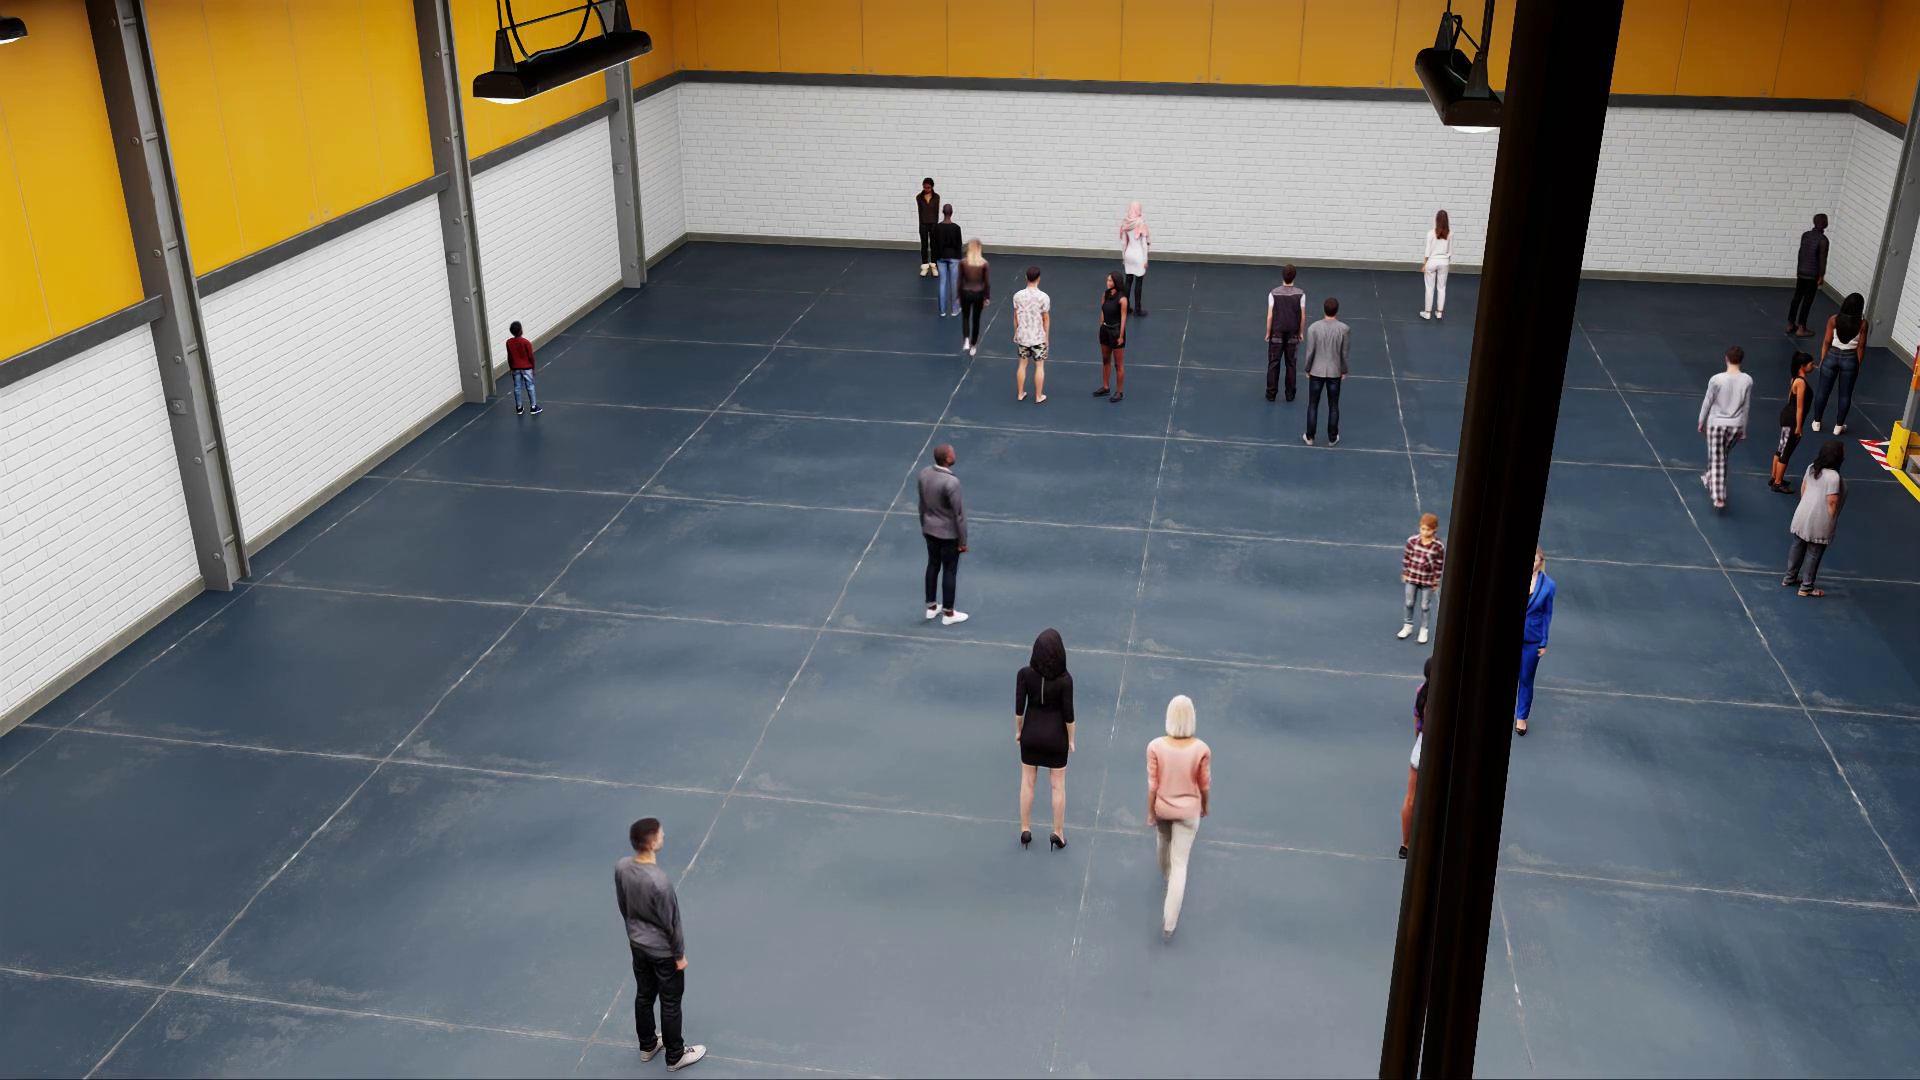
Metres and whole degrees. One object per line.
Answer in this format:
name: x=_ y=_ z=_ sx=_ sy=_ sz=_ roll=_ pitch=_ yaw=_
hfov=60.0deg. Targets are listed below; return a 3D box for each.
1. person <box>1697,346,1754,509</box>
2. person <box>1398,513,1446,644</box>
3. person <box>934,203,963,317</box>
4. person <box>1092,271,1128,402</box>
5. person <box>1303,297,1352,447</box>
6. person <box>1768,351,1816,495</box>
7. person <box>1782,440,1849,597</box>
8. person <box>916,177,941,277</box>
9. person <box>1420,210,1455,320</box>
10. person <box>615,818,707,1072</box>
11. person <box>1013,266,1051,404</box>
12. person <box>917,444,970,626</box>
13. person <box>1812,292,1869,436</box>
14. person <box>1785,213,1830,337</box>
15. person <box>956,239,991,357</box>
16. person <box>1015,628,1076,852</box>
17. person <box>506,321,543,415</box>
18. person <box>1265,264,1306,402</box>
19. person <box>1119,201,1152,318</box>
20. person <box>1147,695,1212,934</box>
person: x=8.596 y=-1.219 z=18.683 sx=0.681 sy=1.790 sz=1.192 roll=3 pitch=24 yaw=7
person: x=4.372 y=0.339 z=15.727 sx=0.582 sy=1.302 sz=0.585 roll=14 pitch=27 yaw=29
person: x=-0.187 y=-4.377 z=25.959 sx=0.587 sy=1.749 sz=0.520 roll=4 pitch=24 yaw=9
person: x=2.039 y=-2.728 z=22.198 sx=0.708 sy=1.740 sz=0.664 roll=-18 pitch=29 yaw=-35
person: x=4.526 y=-2.079 z=20.545 sx=0.670 sy=1.874 sz=0.578 roll=4 pitch=24 yaw=9
person: x=9.613 y=-1.375 z=19.207 sx=0.654 sy=1.656 sz=0.467 roll=6 pitch=24 yaw=14
person: x=8.582 y=-0.241 z=16.669 sx=0.785 sy=1.610 sz=0.699 roll=-4 pitch=24 yaw=-10
person: x=-0.529 y=-5.349 z=28.293 sx=0.619 sy=1.660 sz=0.667 roll=0 pitch=24 yaw=1
person: x=7.411 y=-4.278 z=25.806 sx=0.652 sy=1.689 sz=0.623 roll=-2 pitch=24 yaw=-5
person: x=-1.878 y=2.485 z=10.241 sx=0.691 sy=1.765 sz=0.676 roll=15 pitch=28 yaw=30
person: x=0.959 y=-2.730 z=22.112 sx=0.708 sy=1.812 sz=0.646 roll=10 pitch=26 yaw=22
person: x=-0.179 y=-0.066 z=16.013 sx=0.809 sy=1.816 sz=0.806 roll=-22 pitch=32 yaw=-40
person: x=11.116 y=-2.235 z=20.983 sx=0.735 sy=1.809 sz=0.750 roll=17 pitch=29 yaw=33
person: x=12.751 y=-3.998 z=24.985 sx=0.830 sy=1.835 sz=0.665 roll=-5 pitch=24 yaw=-11
person: x=0.172 y=-3.474 z=23.963 sx=0.655 sy=1.693 sz=0.569 roll=2 pitch=24 yaw=5
person: x=0.625 y=1.504 z=12.436 sx=0.625 sy=1.803 sz=0.523 roll=7 pitch=25 yaw=15
person: x=-5.727 y=-2.262 z=21.738 sx=0.515 sy=1.255 sz=0.504 roll=2 pitch=24 yaw=5
person: x=4.322 y=-2.755 z=22.124 sx=0.657 sy=1.848 sz=0.576 roll=2 pitch=24 yaw=5
person: x=2.725 y=-4.389 z=25.917 sx=0.734 sy=1.803 sz=0.760 roll=19 pitch=30 yaw=37
person: x=1.514 y=1.933 z=11.615 sx=0.599 sy=1.676 sz=1.149 roll=4 pitch=24 yaw=9
